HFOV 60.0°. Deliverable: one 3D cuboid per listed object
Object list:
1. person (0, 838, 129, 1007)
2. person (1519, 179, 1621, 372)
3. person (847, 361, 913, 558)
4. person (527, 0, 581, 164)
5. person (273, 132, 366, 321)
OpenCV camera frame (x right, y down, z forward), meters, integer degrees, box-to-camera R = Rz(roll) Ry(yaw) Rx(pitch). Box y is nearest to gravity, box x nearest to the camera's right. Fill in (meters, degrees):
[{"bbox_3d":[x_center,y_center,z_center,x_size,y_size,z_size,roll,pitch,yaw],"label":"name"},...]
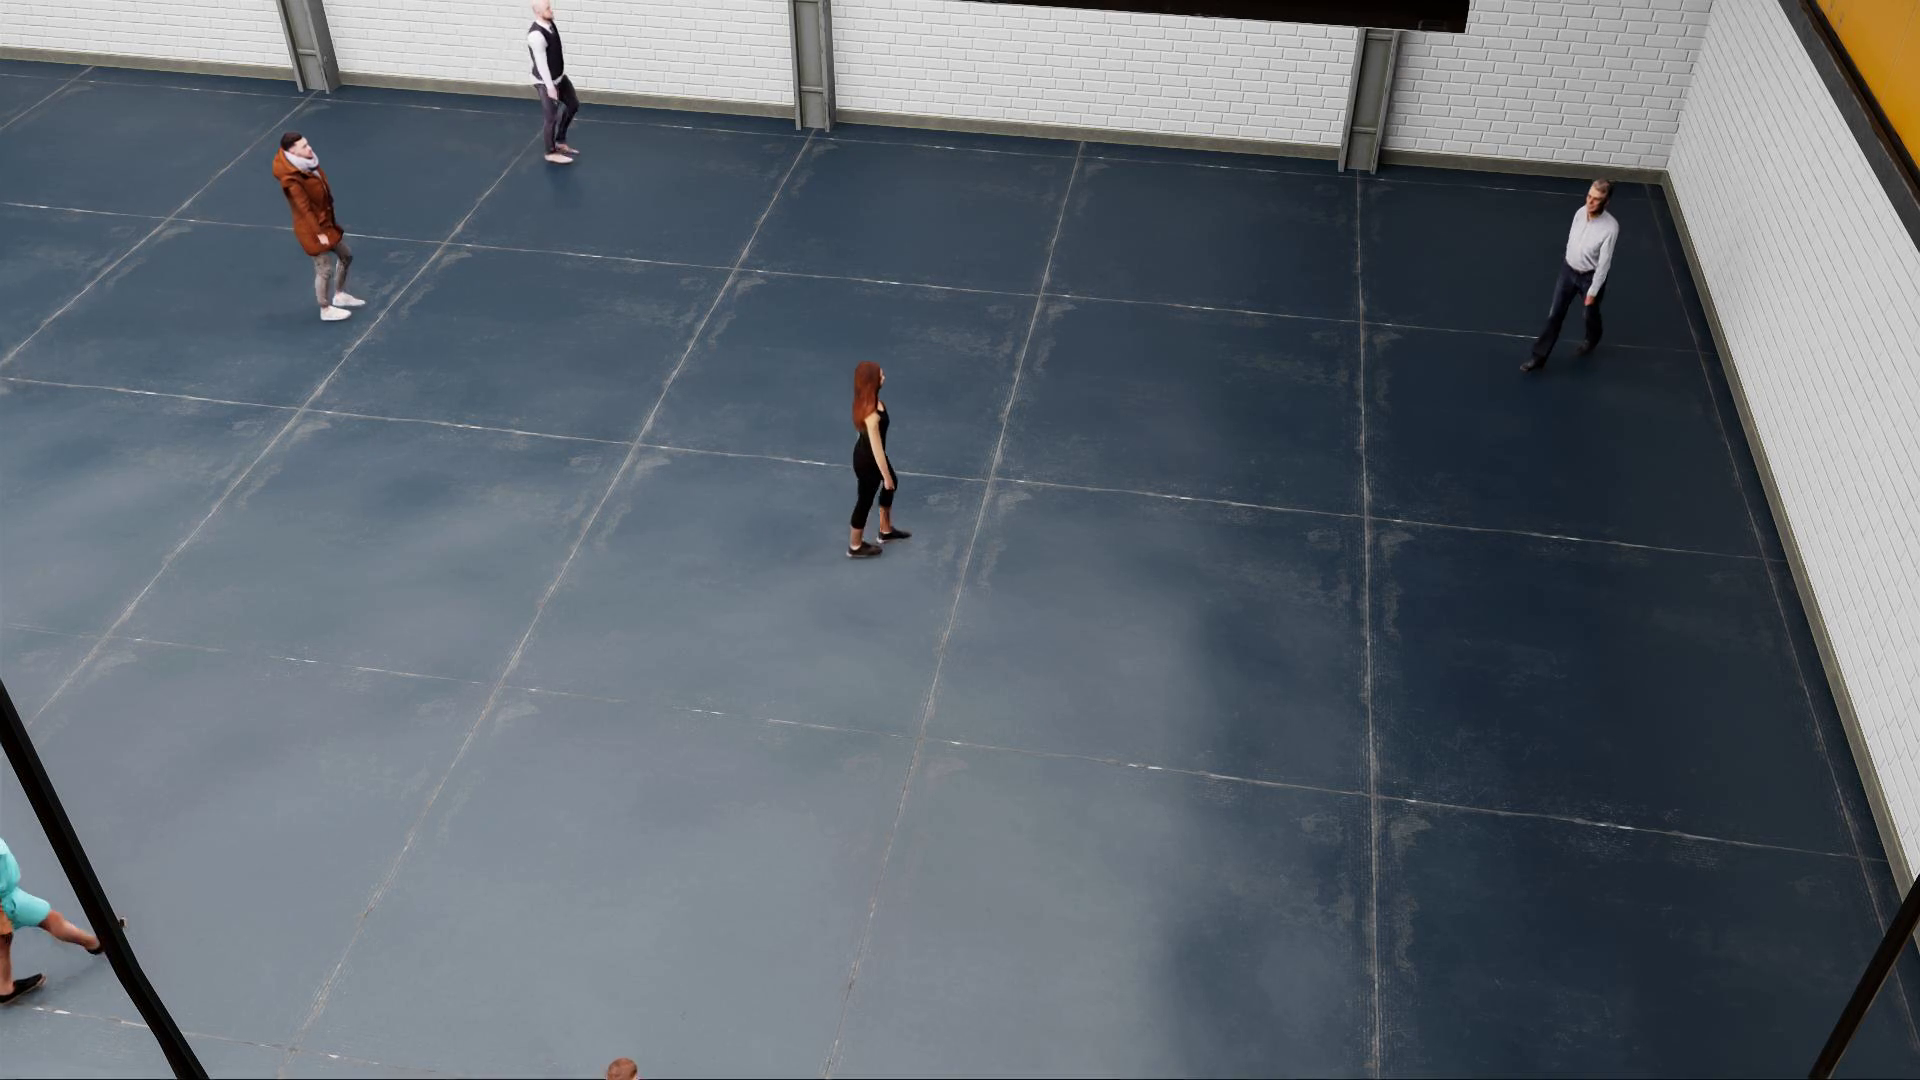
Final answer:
[{"bbox_3d":[-5.370,2.005,9.160,0.991,1.529,0.957,32,48,33],"label":"person"},{"bbox_3d":[5.439,-2.296,14.343,1.242,1.781,1.170,-23,44,-26],"label":"person"},{"bbox_3d":[-0.748,-0.566,12.233,0.837,1.712,0.739,-5,39,-7],"label":"person"},{"bbox_3d":[-4.382,-4.820,17.485,0.663,1.804,0.718,3,39,4],"label":"person"},{"bbox_3d":[-5.854,-2.783,14.920,0.812,1.823,0.793,-4,39,-5],"label":"person"}]
